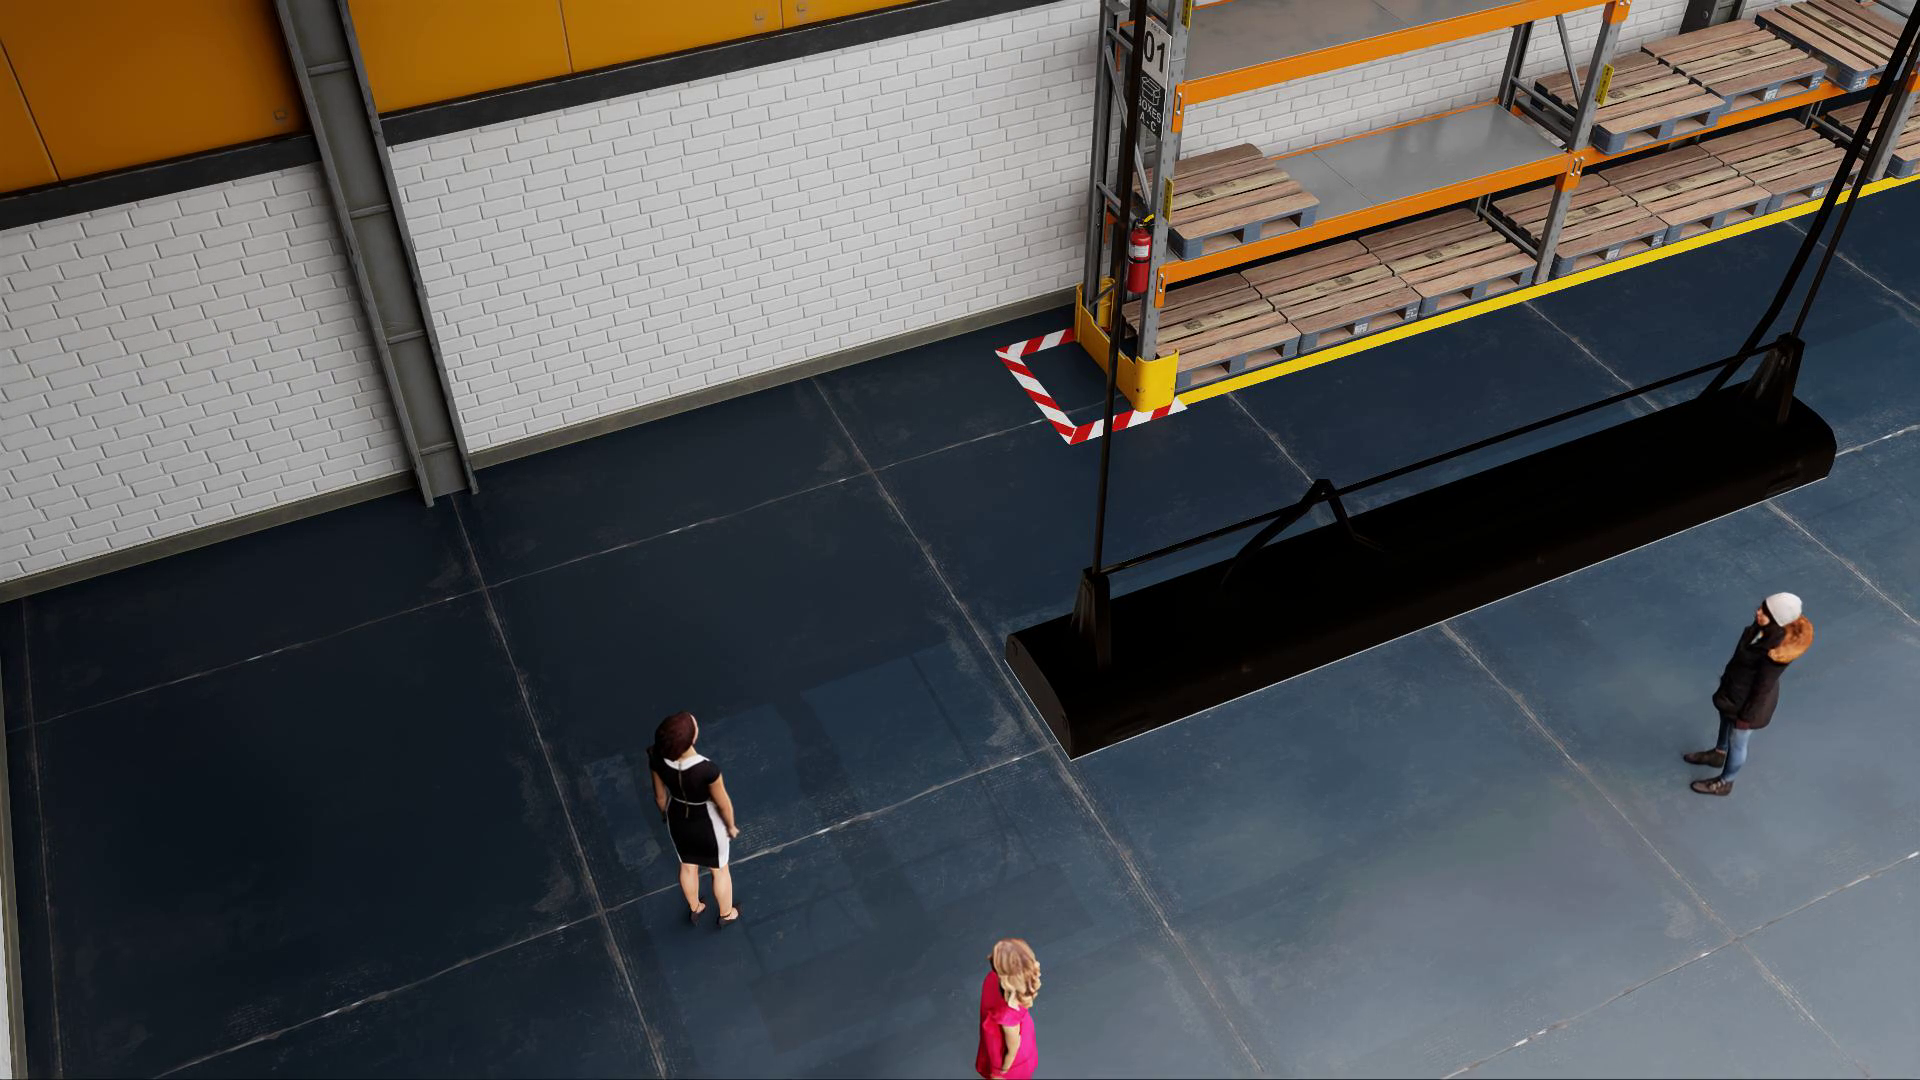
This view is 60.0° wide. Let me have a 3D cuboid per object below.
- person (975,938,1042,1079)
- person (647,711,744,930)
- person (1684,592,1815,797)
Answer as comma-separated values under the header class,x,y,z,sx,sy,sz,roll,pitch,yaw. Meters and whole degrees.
class,x,y,z,sx,sy,sz,roll,pitch,yaw
person,0.254,2.514,8.348,0.691,1.728,0.664,4,44,5
person,-1.464,1.587,9.273,0.623,1.796,0.705,10,45,11
person,4.796,0.926,10.086,0.755,1.630,0.716,8,44,9
